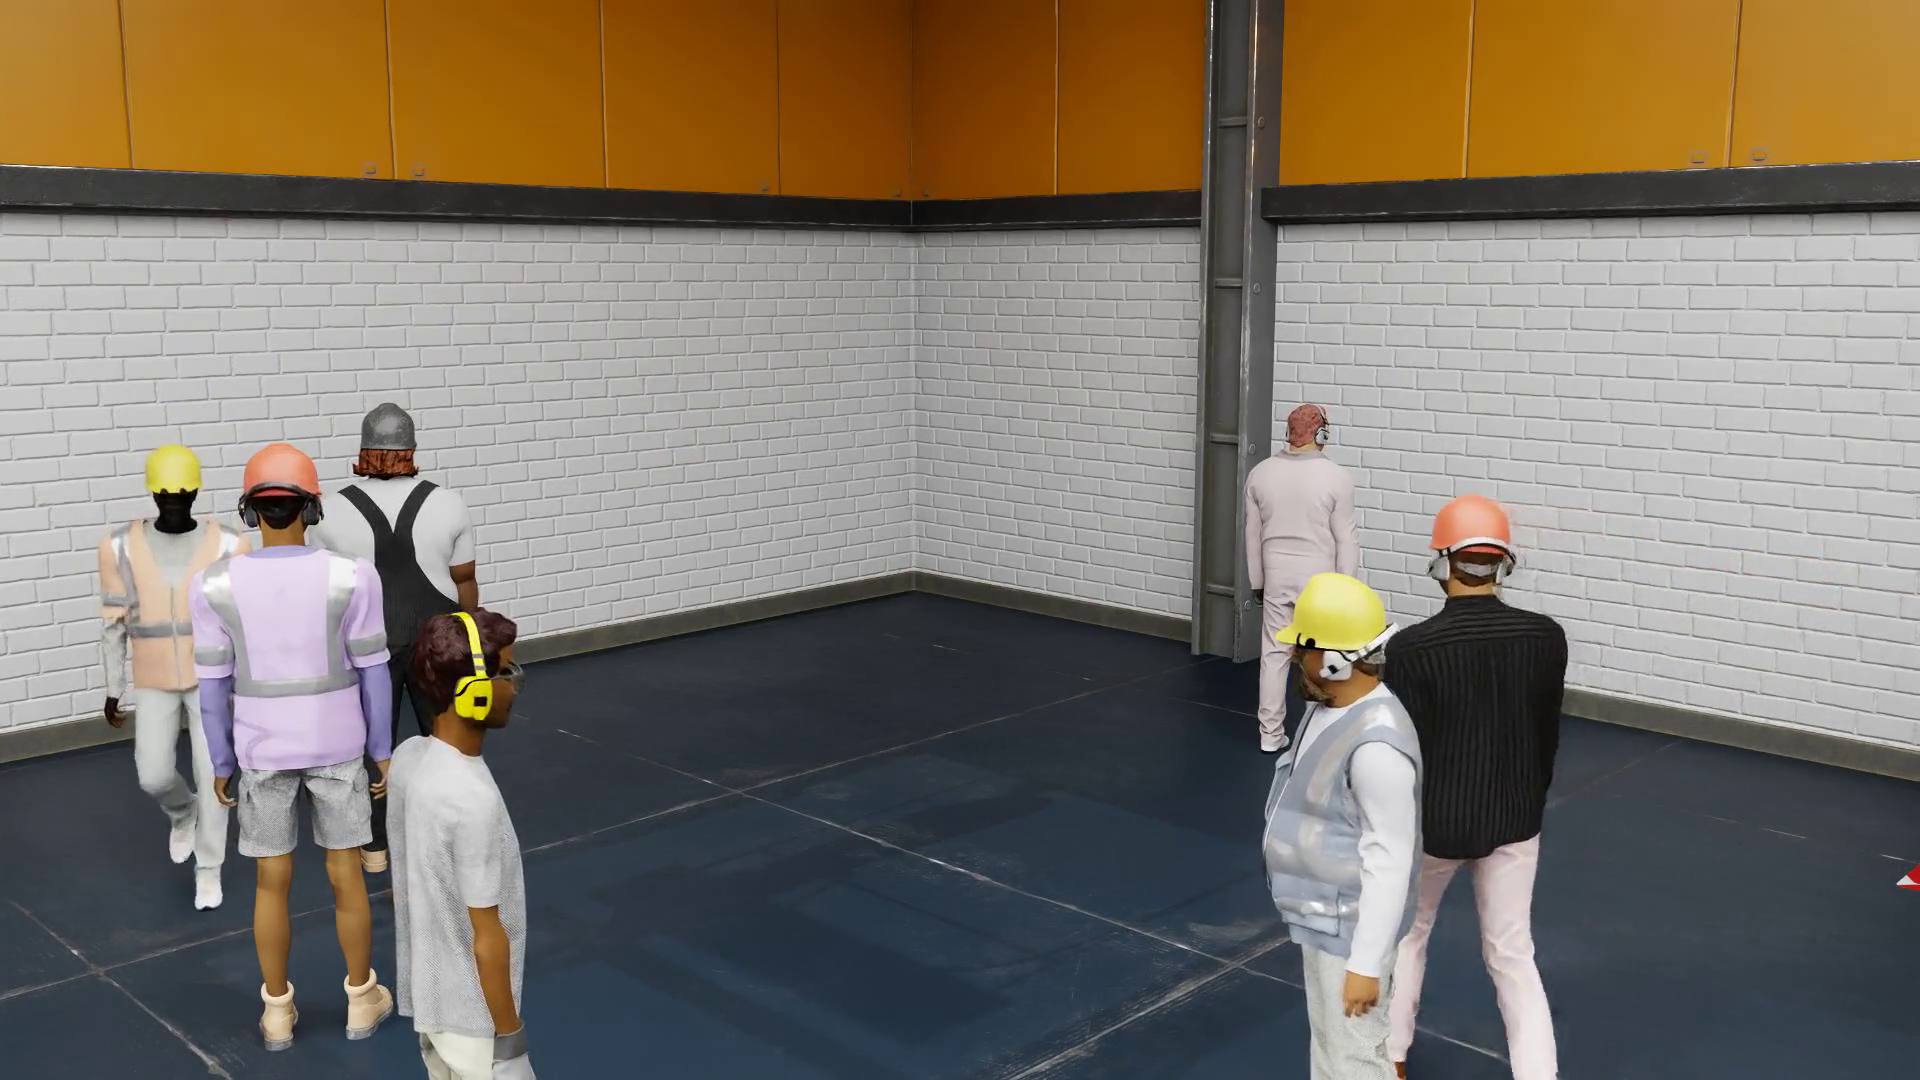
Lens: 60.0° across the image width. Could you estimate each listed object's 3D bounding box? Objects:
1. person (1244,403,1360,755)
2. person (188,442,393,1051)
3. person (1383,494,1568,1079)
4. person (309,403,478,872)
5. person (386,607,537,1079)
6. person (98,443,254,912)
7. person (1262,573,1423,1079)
[{"bbox_3d":[1.832,0.227,8.840,0.638,1.906,0.407,7,12,38],"label":"person"},{"bbox_3d":[-2.212,0.691,5.576,0.608,2.042,0.375,-3,10,-15],"label":"person"},{"bbox_3d":[1.547,0.850,4.948,0.611,1.958,0.979,-1,9,-7],"label":"person"},{"bbox_3d":[-2.451,0.416,7.261,0.675,2.000,0.536,-3,10,-19],"label":"person"},{"bbox_3d":[-1.098,1.077,3.765,0.313,1.859,0.539,-7,12,-37],"label":"person"},{"bbox_3d":[-3.204,0.542,6.879,0.611,1.912,0.579,-3,10,-17],"label":"person"},{"bbox_3d":[1.000,0.989,4.400,0.404,1.828,0.592,0,9,1],"label":"person"}]
